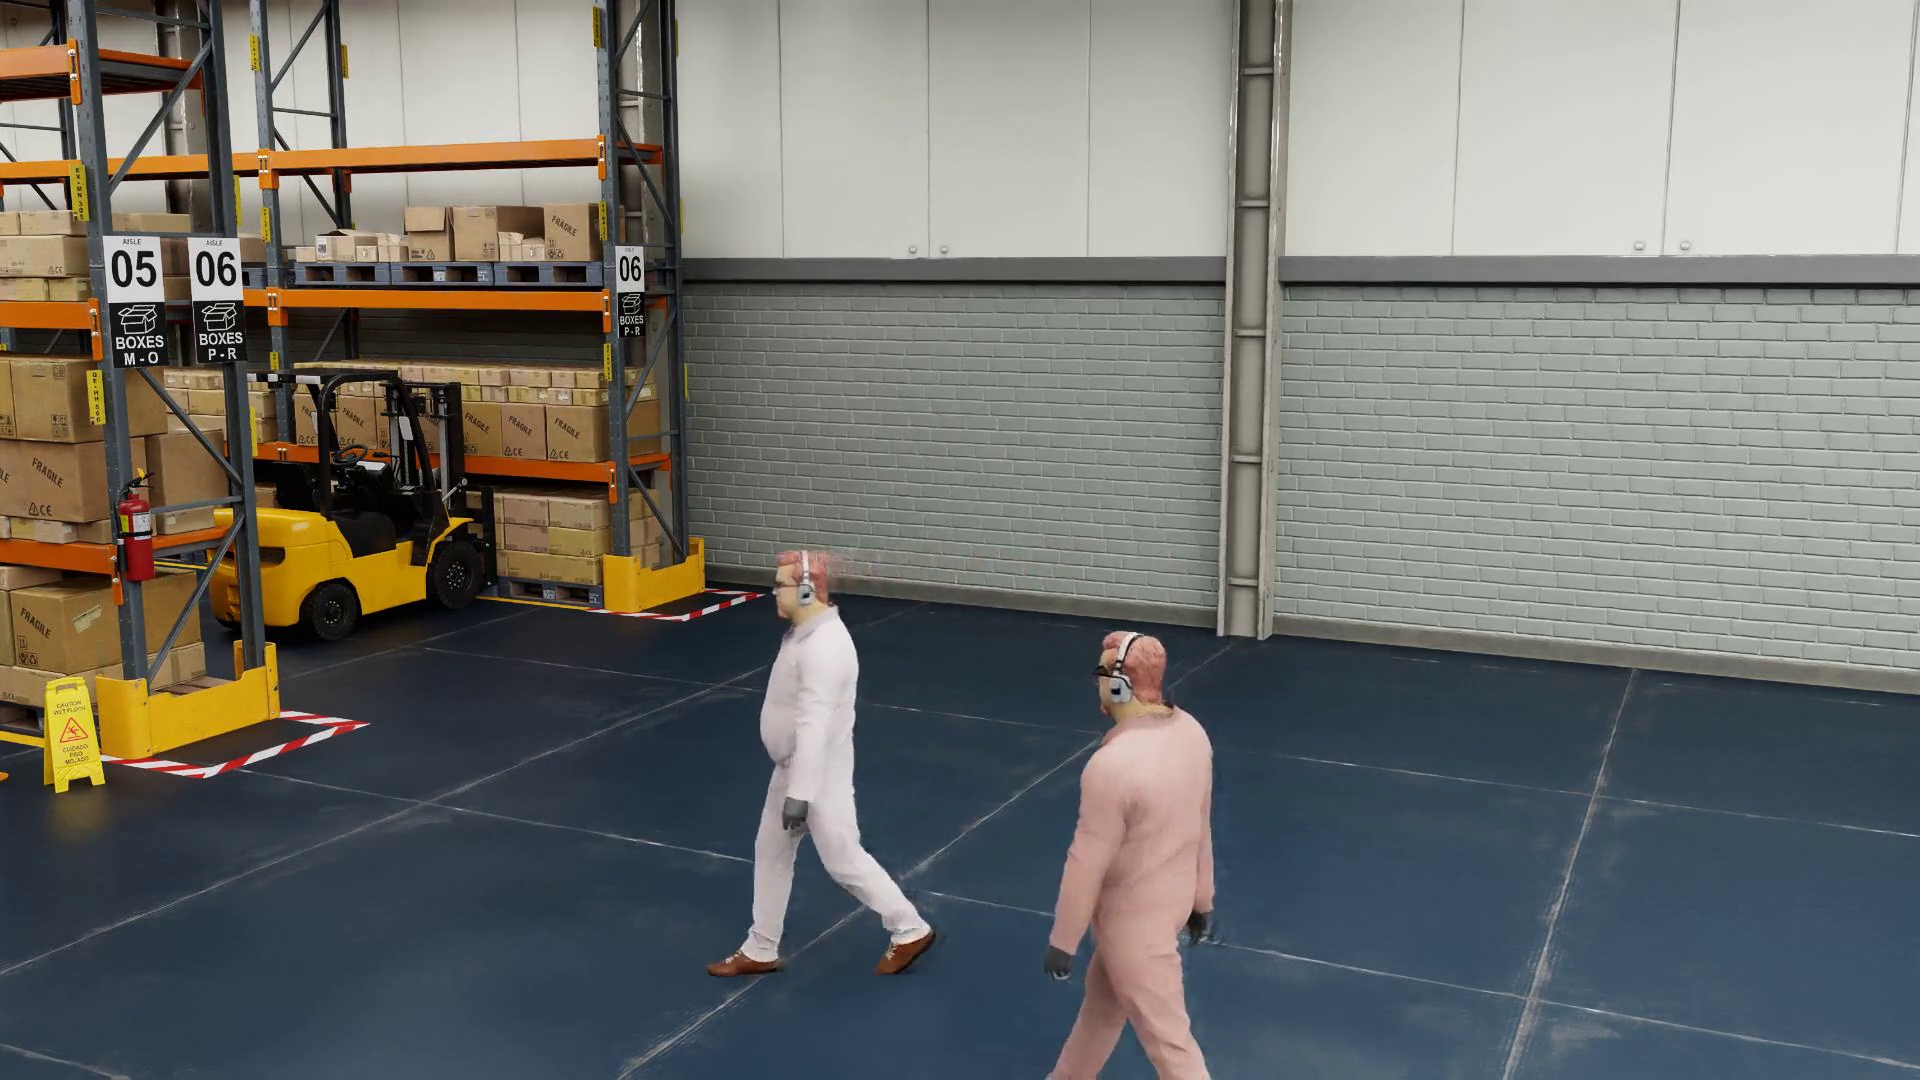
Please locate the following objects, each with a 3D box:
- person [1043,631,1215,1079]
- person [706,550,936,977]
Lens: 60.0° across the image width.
[{"bbox_3d":[0.543,1.218,5.523,0.989,1.851,0.669,6,11,32],"label":"person"},{"bbox_3d":[-0.571,0.963,7.057,0.945,1.874,0.640,-3,10,-15],"label":"person"}]
